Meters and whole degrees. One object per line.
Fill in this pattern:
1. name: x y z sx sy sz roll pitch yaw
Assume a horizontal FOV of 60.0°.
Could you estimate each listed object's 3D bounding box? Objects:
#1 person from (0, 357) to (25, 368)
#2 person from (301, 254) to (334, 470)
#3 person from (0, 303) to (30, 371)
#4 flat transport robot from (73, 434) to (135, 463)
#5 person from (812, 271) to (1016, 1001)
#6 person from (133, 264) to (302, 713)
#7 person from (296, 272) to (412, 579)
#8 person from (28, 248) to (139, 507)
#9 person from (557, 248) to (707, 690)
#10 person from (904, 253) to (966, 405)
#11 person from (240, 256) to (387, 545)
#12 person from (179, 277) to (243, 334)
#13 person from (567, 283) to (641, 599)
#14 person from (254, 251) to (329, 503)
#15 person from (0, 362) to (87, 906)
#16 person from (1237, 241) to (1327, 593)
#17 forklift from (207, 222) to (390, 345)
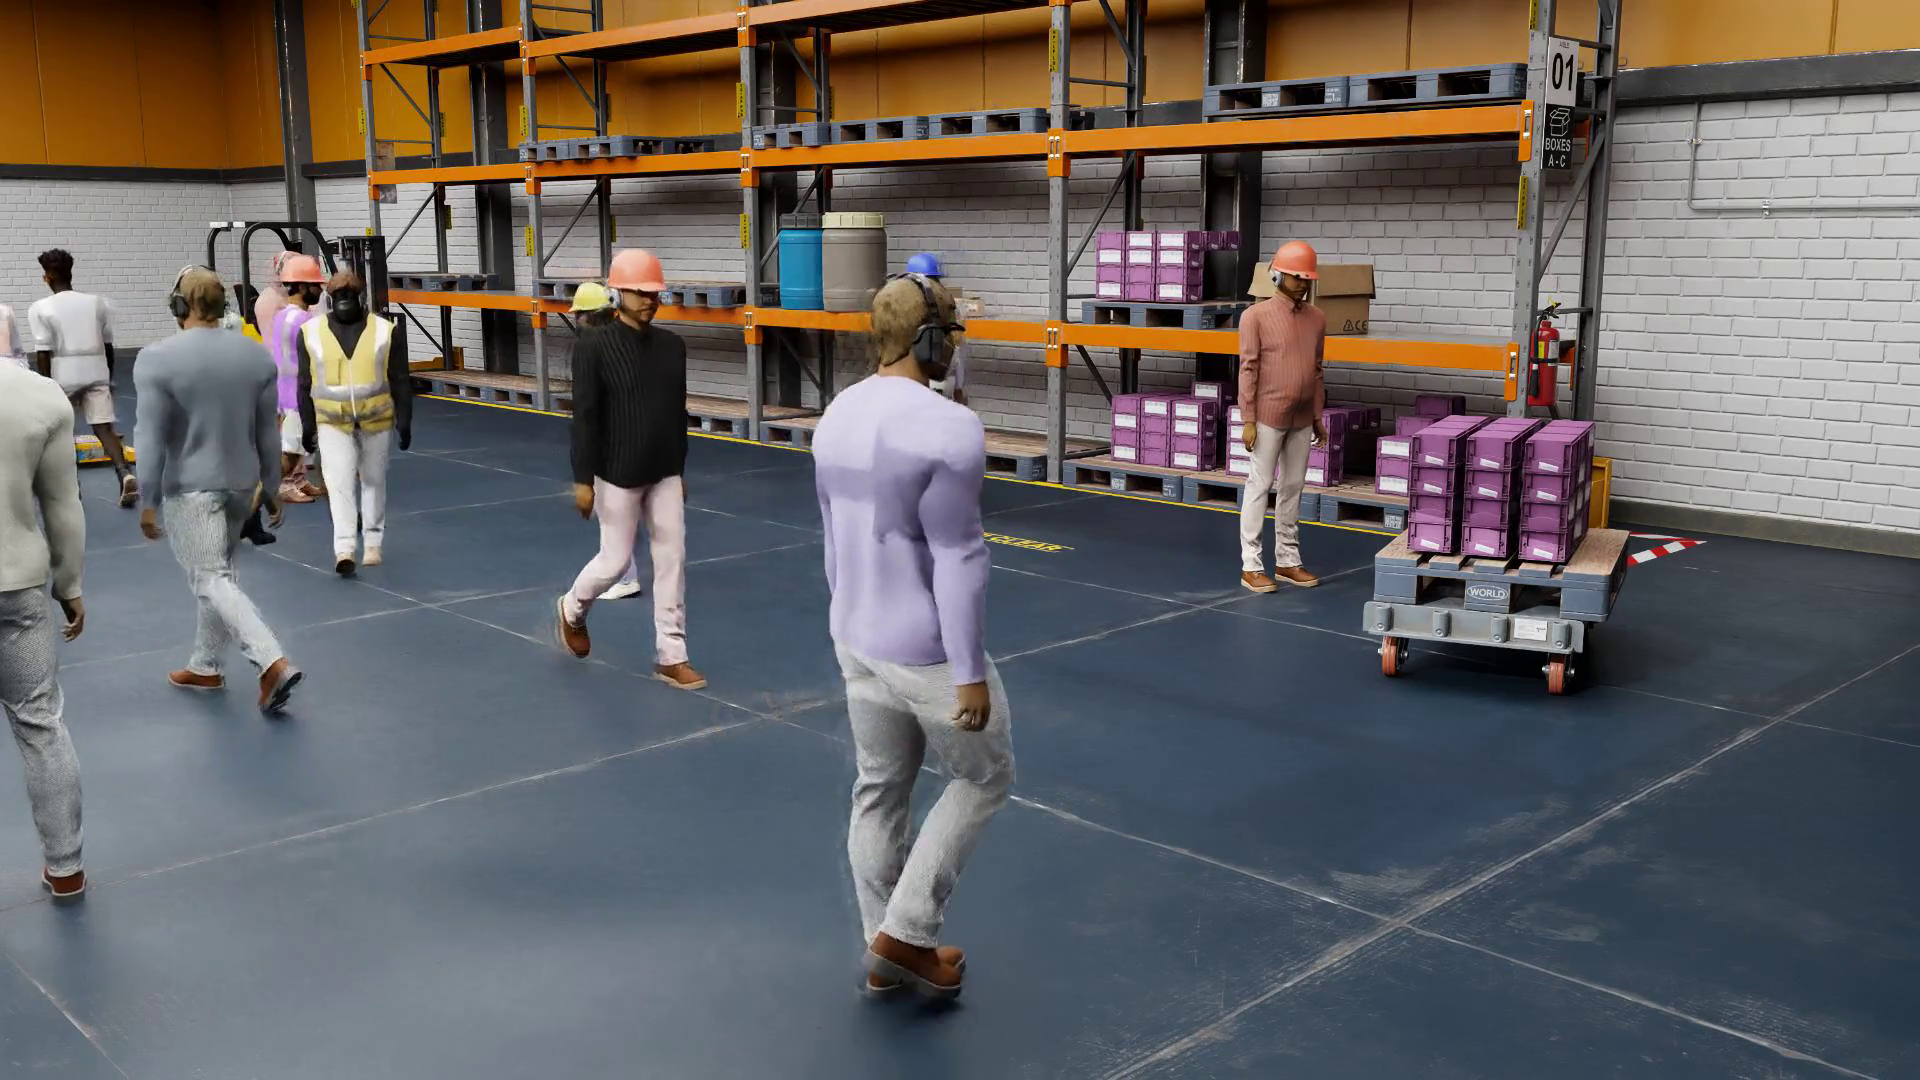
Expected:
1. person: -5.320 -0.427 9.046 0.680 1.617 0.520 9 14 42
2. person: -5.456 -1.484 14.126 0.893 1.870 0.649 3 11 17
3. person: -6.937 -1.066 11.982 0.827 1.810 0.658 4 11 22
4. flat transport robot: -7.964 -0.758 14.507 1.431 0.197 0.652 -10 14 -44
5. person: -0.117 0.278 4.331 0.435 1.928 0.652 -9 14 -40
6. person: -3.155 -0.216 7.101 0.931 1.907 0.637 6 12 30
7. person: -3.601 -0.682 9.918 0.654 1.794 0.927 -4 11 -19
8. person: -6.530 -1.193 12.370 0.882 1.936 0.626 9 14 40
9. person: -1.513 -0.324 7.522 0.814 1.972 0.627 10 14 43
10. person: -0.241 -1.146 12.210 1.018 1.896 0.613 10 14 42
11. person: -4.392 -0.919 10.986 0.992 1.897 0.544 -6 12 -30
12. person: -6.144 -1.346 13.735 0.498 1.726 0.478 -2 11 -12
13. person: -1.955 -0.534 9.304 0.469 1.777 0.547 1 10 7
14. person: -5.079 -1.241 12.695 0.404 1.903 0.636 0 10 -2
15. person: -2.895 0.176 4.878 0.632 1.932 0.359 -10 14 -42
16. person: 1.852 -0.699 9.502 0.608 1.988 0.387 -6 12 -30
17. forklift: -8.169 -2.758 20.163 2.313 2.155 1.214 -10 14 -44
